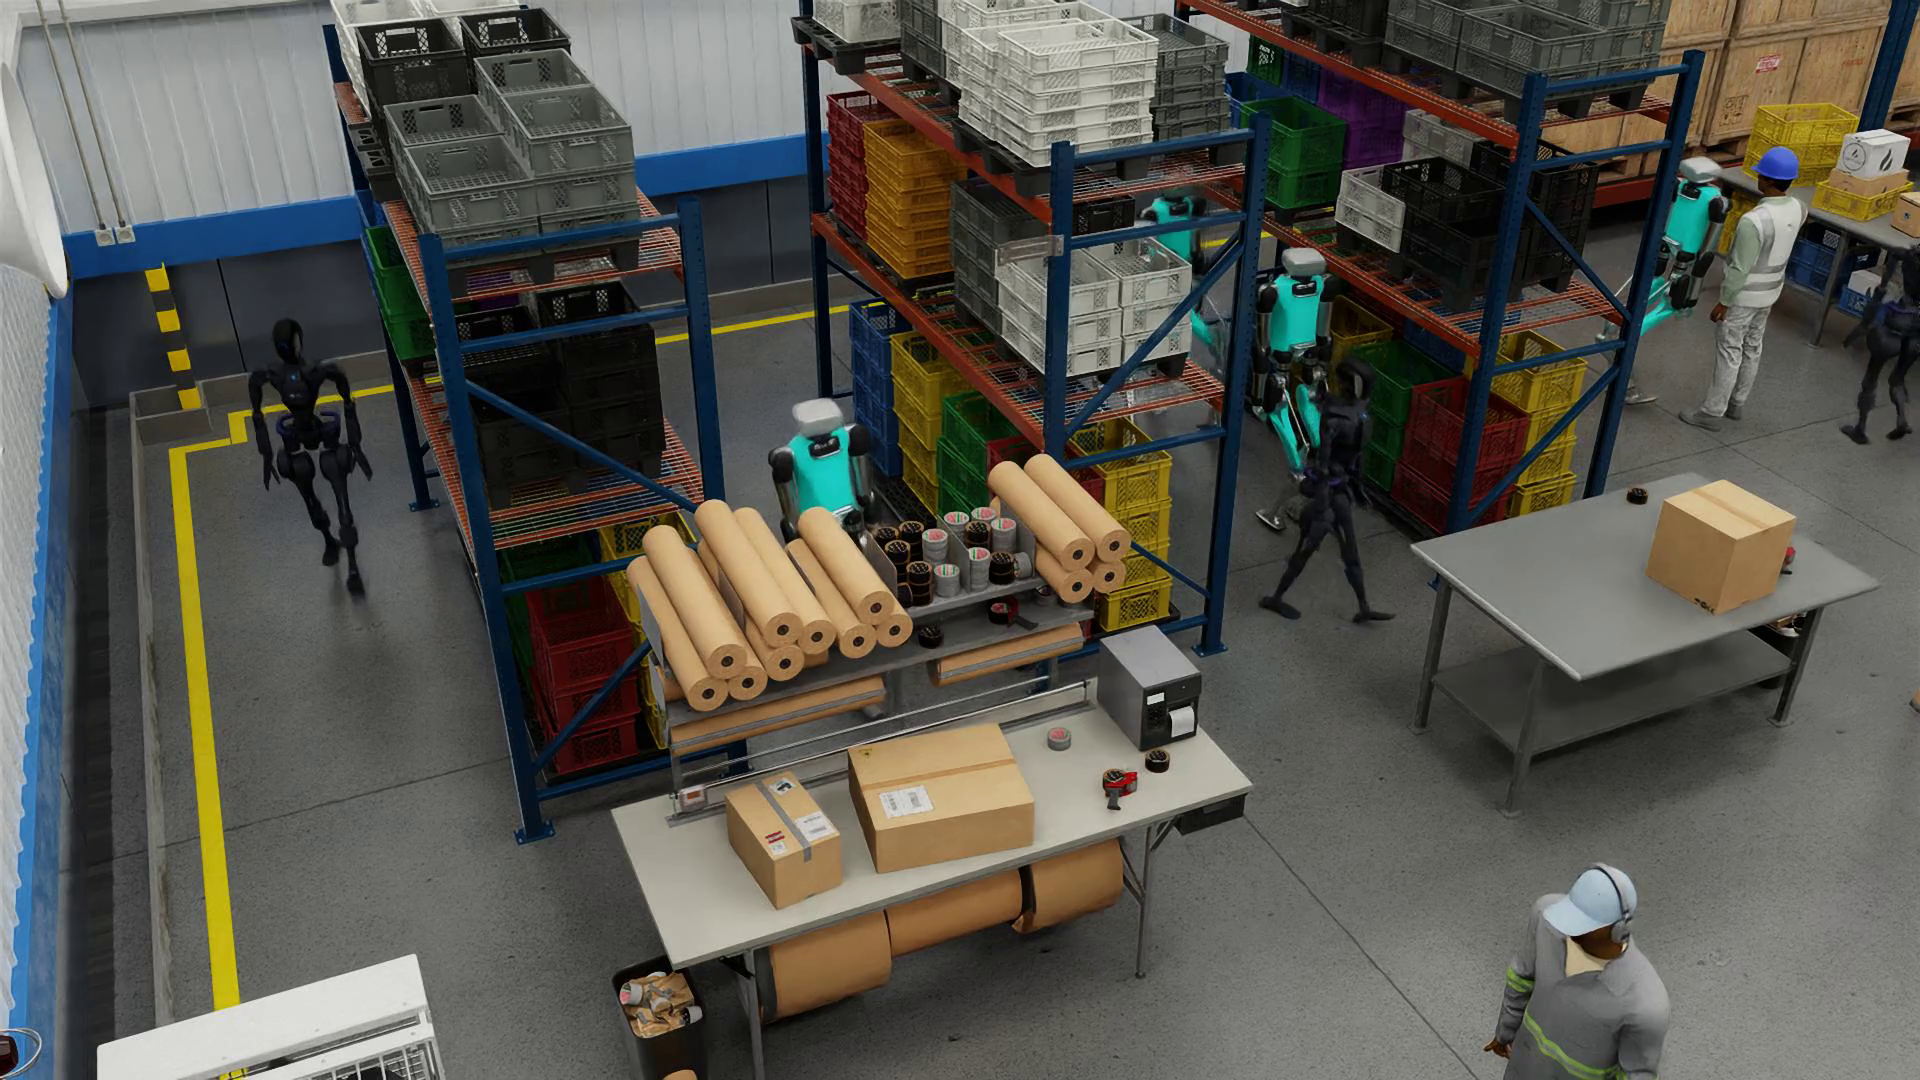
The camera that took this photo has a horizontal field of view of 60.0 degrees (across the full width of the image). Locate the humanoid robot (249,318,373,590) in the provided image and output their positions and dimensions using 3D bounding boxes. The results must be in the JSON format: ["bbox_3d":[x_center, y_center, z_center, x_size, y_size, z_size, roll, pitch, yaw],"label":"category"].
[{"bbox_3d":[-3.680,-0.487,9.441,0.596,1.629,0.727,-7,32,-12],"label":"humanoid robot"}]

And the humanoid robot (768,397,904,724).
[{"bbox_3d":[-0.531,0.246,8.262,0.551,1.868,0.773,-19,36,-28],"label":"humanoid robot"}]

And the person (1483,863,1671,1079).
[{"bbox_3d":[1.978,1.794,5.547,0.395,1.850,0.597,-13,34,-20],"label":"person"}]

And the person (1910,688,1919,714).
[{"bbox_3d":[5.229,0.041,8.215,0.604,2.043,0.373,-11,33,-18],"label":"person"}]

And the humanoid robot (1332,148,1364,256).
[{"bbox_3d":[3.084,-2.532,12.734,0.459,1.641,0.608,-4,32,-7],"label":"humanoid robot"}]

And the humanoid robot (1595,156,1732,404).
[{"bbox_3d":[4.670,-1.728,11.279,0.730,1.695,0.533,-10,33,-16],"label":"humanoid robot"}]

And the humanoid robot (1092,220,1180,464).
[{"bbox_3d":[1.050,-1.303,10.558,0.533,1.677,0.735,-2,32,-4],"label":"humanoid robot"}]

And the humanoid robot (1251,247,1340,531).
[{"bbox_3d":[2.052,-0.821,9.851,0.530,1.740,0.693,-12,34,-19],"label":"humanoid robot"}]

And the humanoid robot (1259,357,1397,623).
[{"bbox_3d":[2.067,-0.229,9.025,0.754,1.628,0.590,19,36,28],"label":"humanoid robot"}]

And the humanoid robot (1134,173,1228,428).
[{"bbox_3d":[1.562,-1.481,11.029,0.533,1.786,1.000,-20,37,-29],"label":"humanoid robot"}]

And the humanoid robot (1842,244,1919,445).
[{"bbox_3d":[6.158,-1.372,10.859,0.602,1.651,0.410,-1,32,-1],"label":"humanoid robot"}]

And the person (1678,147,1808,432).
[{"bbox_3d":[5.235,-1.650,11.050,0.603,1.948,0.388,-21,37,-30],"label":"person"}]
